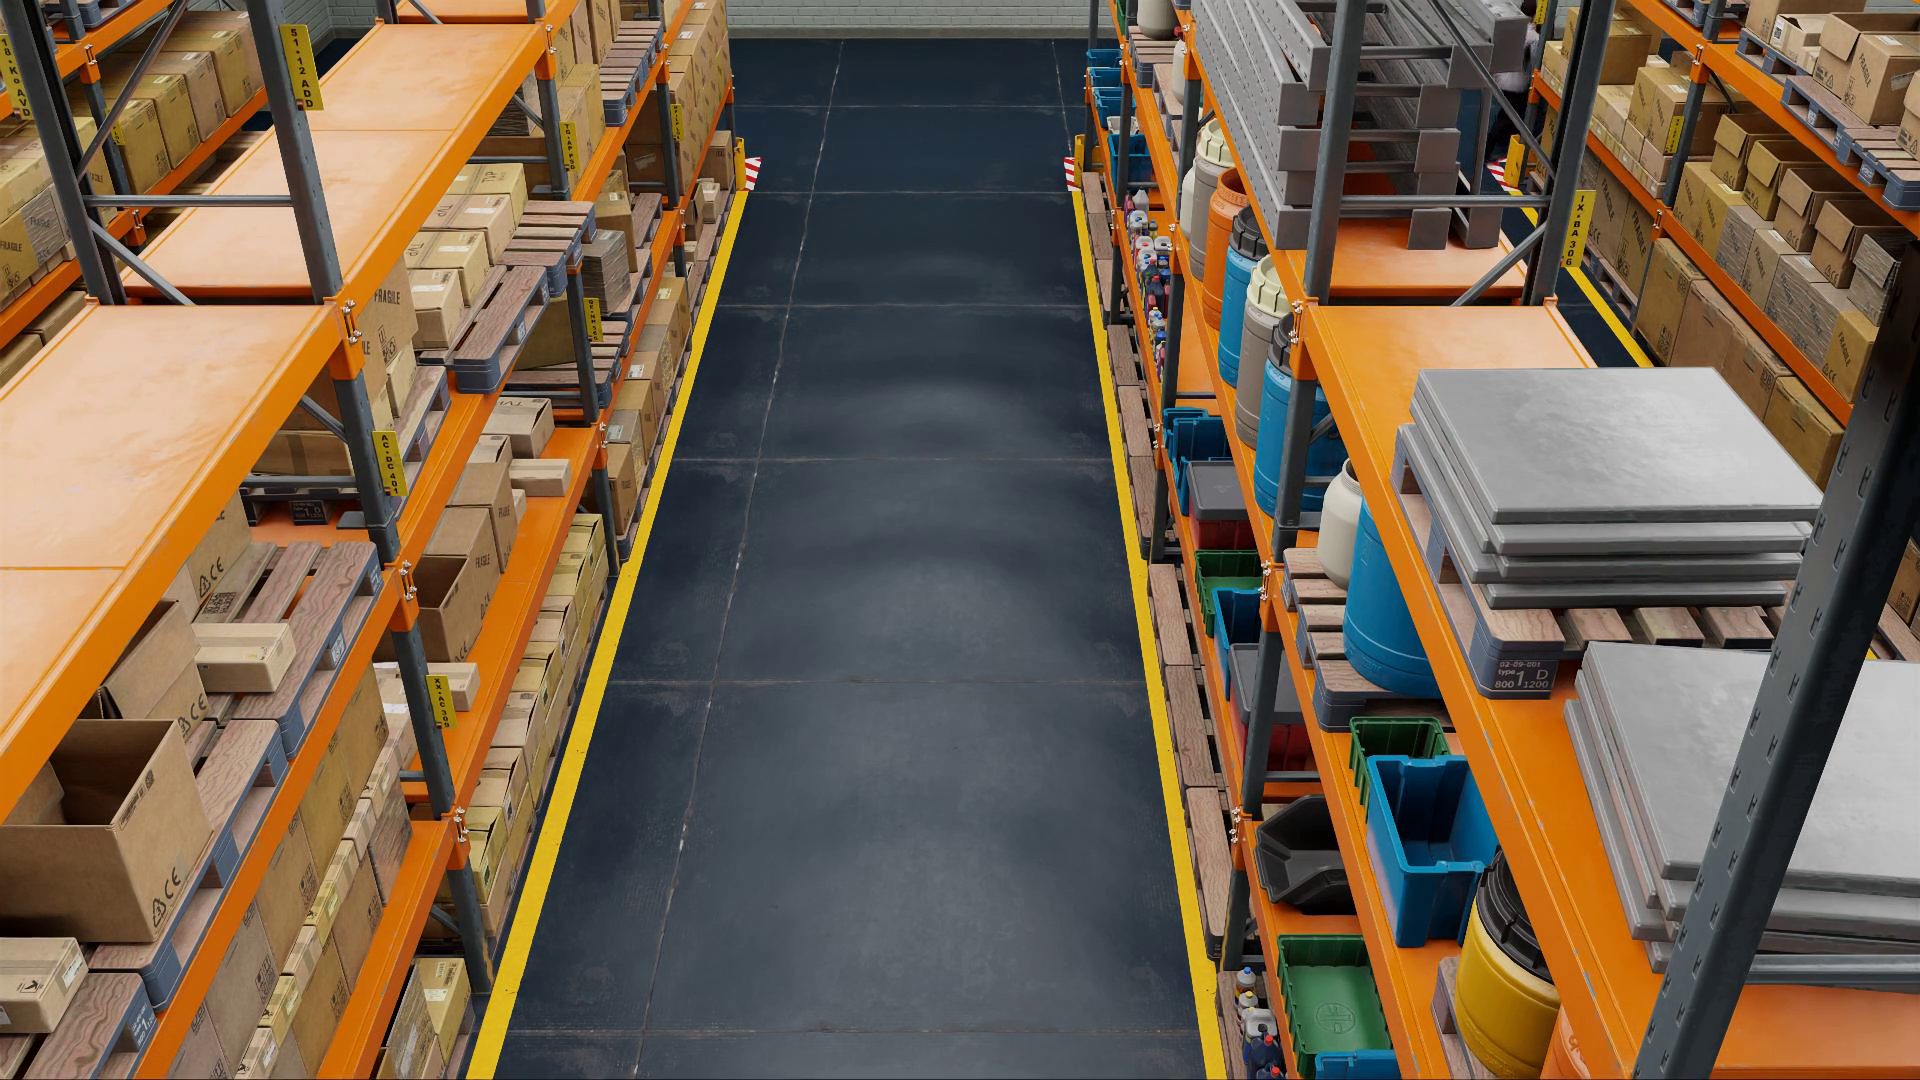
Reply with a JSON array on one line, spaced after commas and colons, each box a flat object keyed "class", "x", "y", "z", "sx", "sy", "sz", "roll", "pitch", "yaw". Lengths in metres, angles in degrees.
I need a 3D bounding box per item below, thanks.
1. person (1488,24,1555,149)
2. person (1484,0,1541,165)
[{"class": "person", "x": 6.822, "y": -5.347, "z": 19.532, "sx": 0.939, "sy": 1.612, "sz": 0.966, "roll": 17, "pitch": 37, "yaw": 24}, {"class": "person", "x": 6.272, "y": -5.210, "z": 19.079, "sx": 1.184, "sy": 1.875, "sz": 1.245, "roll": -19, "pitch": 38, "yaw": -27}]
